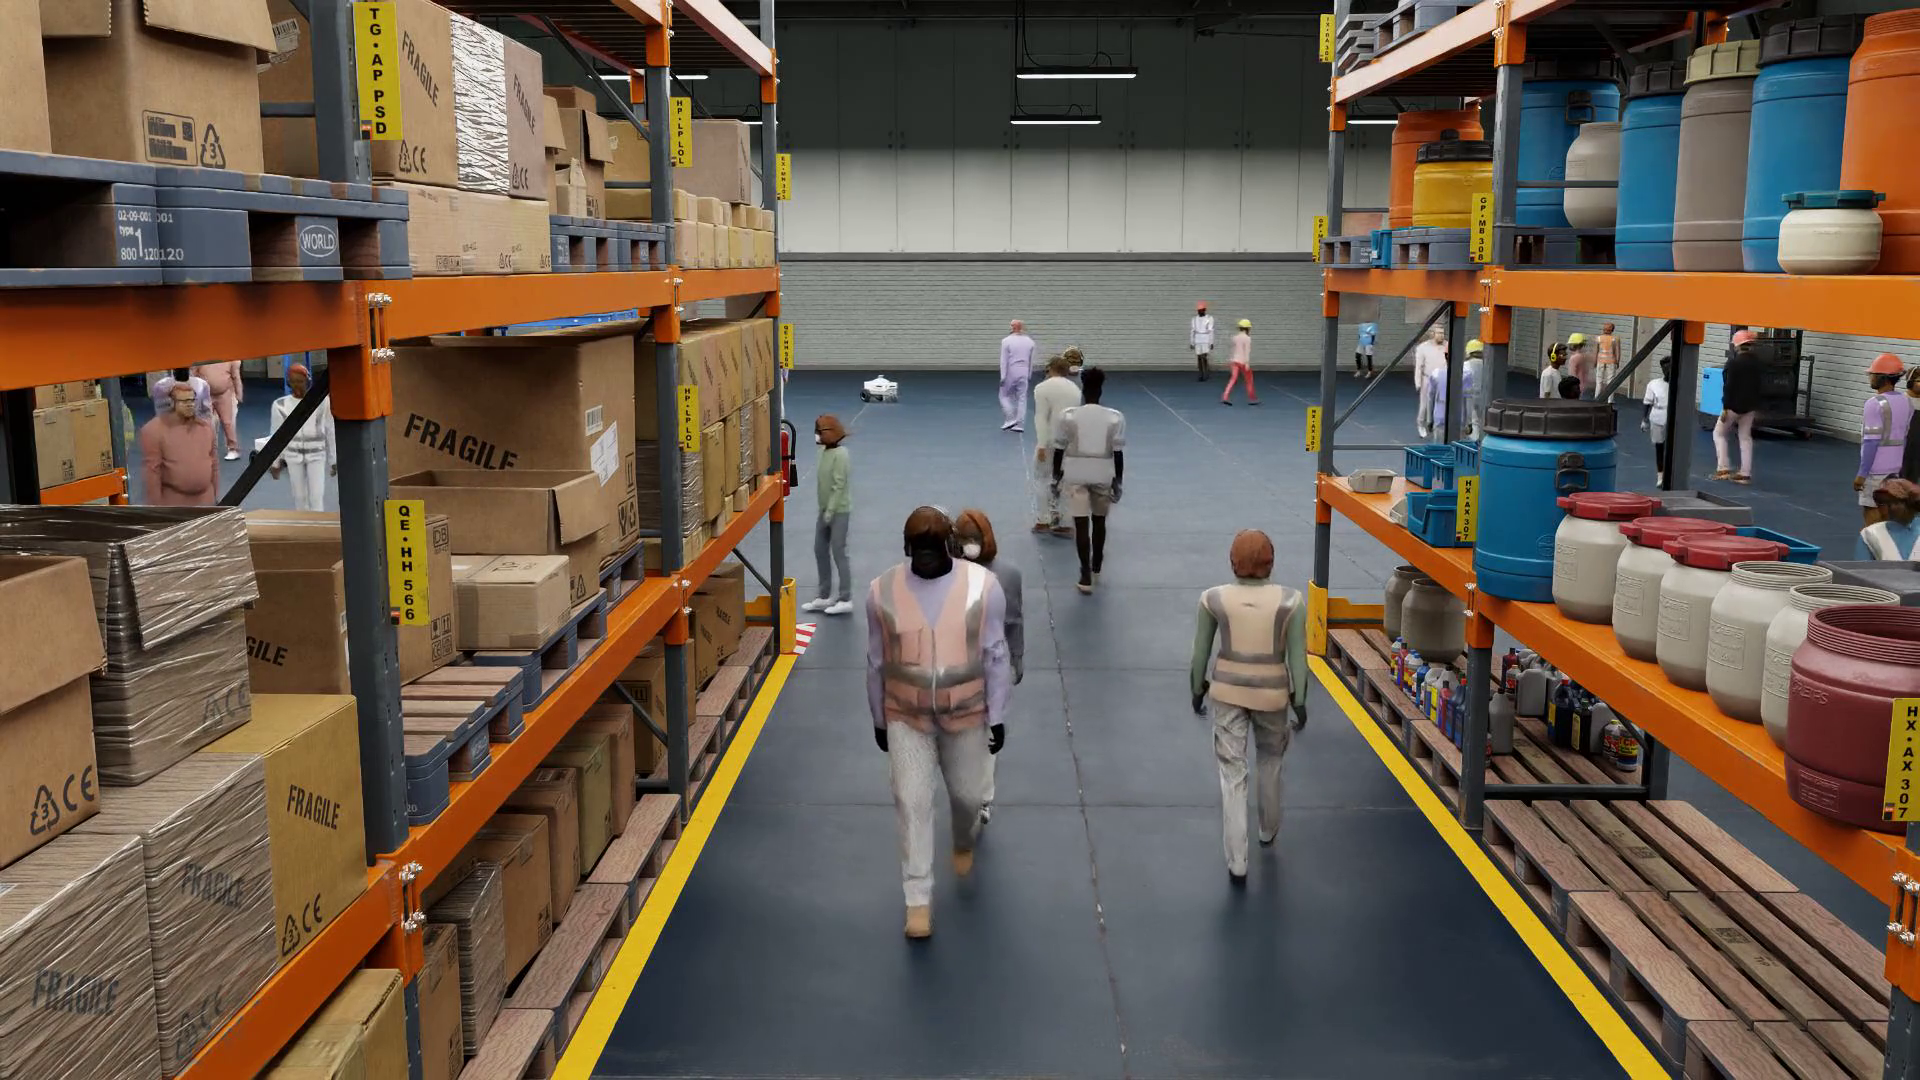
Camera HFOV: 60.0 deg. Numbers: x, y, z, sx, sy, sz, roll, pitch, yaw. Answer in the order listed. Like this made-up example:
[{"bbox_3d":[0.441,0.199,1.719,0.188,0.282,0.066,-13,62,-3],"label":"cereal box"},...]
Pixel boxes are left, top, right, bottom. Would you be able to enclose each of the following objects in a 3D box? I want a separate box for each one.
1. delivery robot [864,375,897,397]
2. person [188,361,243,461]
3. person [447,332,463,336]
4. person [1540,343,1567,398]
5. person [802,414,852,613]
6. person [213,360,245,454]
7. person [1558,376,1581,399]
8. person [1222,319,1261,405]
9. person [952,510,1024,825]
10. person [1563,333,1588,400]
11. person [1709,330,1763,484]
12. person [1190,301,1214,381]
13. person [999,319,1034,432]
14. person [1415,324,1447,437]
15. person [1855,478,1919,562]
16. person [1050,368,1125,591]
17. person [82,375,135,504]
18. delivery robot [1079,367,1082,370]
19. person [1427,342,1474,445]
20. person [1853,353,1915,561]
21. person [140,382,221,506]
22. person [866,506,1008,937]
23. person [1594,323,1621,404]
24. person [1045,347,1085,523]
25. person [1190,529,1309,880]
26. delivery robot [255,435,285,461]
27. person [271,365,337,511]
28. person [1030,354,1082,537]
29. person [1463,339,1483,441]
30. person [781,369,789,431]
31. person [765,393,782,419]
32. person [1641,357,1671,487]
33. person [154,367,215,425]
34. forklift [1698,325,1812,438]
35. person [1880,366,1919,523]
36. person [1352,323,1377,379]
[{"bbox_3d":[-1.632,-3.140,34.140,0.707,0.478,0.477,9,13,42],"label":"delivery robot"},{"bbox_3d":[-10.721,-2.066,23.945,0.731,1.879,0.411,-5,11,-29],"label":"person"},{"bbox_3d":[-13.234,-5.427,43.683,0.537,2.000,0.675,8,12,40],"label":"person"},{"bbox_3d":[7.310,-1.502,20.559,0.311,1.869,0.530,5,11,28],"label":"person"},{"bbox_3d":[-1.068,-0.215,13.555,0.345,1.627,0.515,-6,11,-31],"label":"person"},{"bbox_3d":[-11.009,-2.197,24.865,0.646,1.822,0.507,-8,13,-41],"label":"person"},{"bbox_3d":[6.213,-0.834,17.070,0.318,1.697,0.535,8,12,40],"label":"person"},{"bbox_3d":[5.634,-3.563,33.332,0.884,1.724,0.532,-5,11,-29],"label":"person"},{"bbox_3d":[0.057,0.639,8.558,0.527,1.581,0.863,1,10,5],"label":"person"},{"bbox_3d":[9.656,-2.368,26.112,0.370,1.755,0.528,9,13,44],"label":"person"},{"bbox_3d":[10.072,-1.730,21.595,0.659,1.971,0.648,-3,10,-19],"label":"person"},{"bbox_3d":[5.789,-4.764,39.944,0.566,1.915,0.569,6,11,31],"label":"person"},{"bbox_3d":[0.909,-2.786,28.172,0.679,1.888,0.537,-6,11,-30],"label":"person"},{"bbox_3d":[7.629,-2.543,26.747,0.647,1.877,0.879,0,9,3],"label":"person"},{"bbox_3d":[5.437,0.454,9.599,0.563,1.621,0.362,6,11,33],"label":"person"},{"bbox_3d":[1.118,-0.560,14.729,0.633,1.918,0.953,-1,9,-4],"label":"person"},{"bbox_3d":[-8.982,-0.957,17.474,0.593,1.814,0.663,-5,11,-30],"label":"person"},{"bbox_3d":[2.659,-3.736,36.935,0.335,0.223,0.699,6,12,34],"label":"delivery robot"},{"bbox_3d":[6.026,-1.499,20.389,0.587,1.911,0.713,5,11,28],"label":"person"},{"bbox_3d":[8.240,-0.652,14.940,0.615,2.043,0.373,-6,11,-32],"label":"person"},{"bbox_3d":[-6.381,-0.360,13.663,0.559,1.886,0.652,7,12,37],"label":"person"},{"bbox_3d":[-0.102,0.739,7.271,0.627,1.823,0.782,0,9,1],"label":"person"},{"bbox_3d":[13.087,-3.575,33.657,0.517,1.641,0.308,6,11,32],"label":"person"},{"bbox_3d":[1.211,-1.162,18.329,0.627,1.934,0.370,-3,10,-17],"label":"person"},{"bbox_3d":[1.366,0.739,7.891,0.550,1.599,0.796,2,10,11],"label":"person"},{"bbox_3d":[-9.449,-1.292,23.075,0.707,0.478,0.477,6,12,34],"label":"delivery robot"},{"bbox_3d":[-6.426,-0.781,16.291,0.598,1.855,0.814,-2,10,-15],"label":"person"},{"bbox_3d":[1.029,-0.991,17.418,0.654,1.891,0.624,-7,12,-35],"label":"person"},{"bbox_3d":[7.201,-1.929,23.419,0.585,1.780,0.979,-4,10,-21],"label":"person"},{"bbox_3d":[-3.155,-2.723,27.659,0.627,1.941,0.371,-2,10,-10],"label":"person"},{"bbox_3d":[-2.382,-1.382,20.183,0.542,1.750,0.361,6,11,31],"label":"person"},{"bbox_3d":[8.865,-1.465,20.936,0.555,1.655,0.841,6,11,31],"label":"person"},{"bbox_3d":[-8.973,-1.277,19.238,0.606,1.874,1.007,-7,12,-37],"label":"person"},{"bbox_3d":[13.248,-3.165,27.620,1.129,2.768,1.873,0,9,1],"label":"forklift"},{"bbox_3d":[9.399,-0.810,16.510,0.503,1.839,0.329,-5,11,-27],"label":"person"},{"bbox_3d":[9.921,-4.798,40.834,0.680,1.670,0.549,-8,12,-39],"label":"person"}]
